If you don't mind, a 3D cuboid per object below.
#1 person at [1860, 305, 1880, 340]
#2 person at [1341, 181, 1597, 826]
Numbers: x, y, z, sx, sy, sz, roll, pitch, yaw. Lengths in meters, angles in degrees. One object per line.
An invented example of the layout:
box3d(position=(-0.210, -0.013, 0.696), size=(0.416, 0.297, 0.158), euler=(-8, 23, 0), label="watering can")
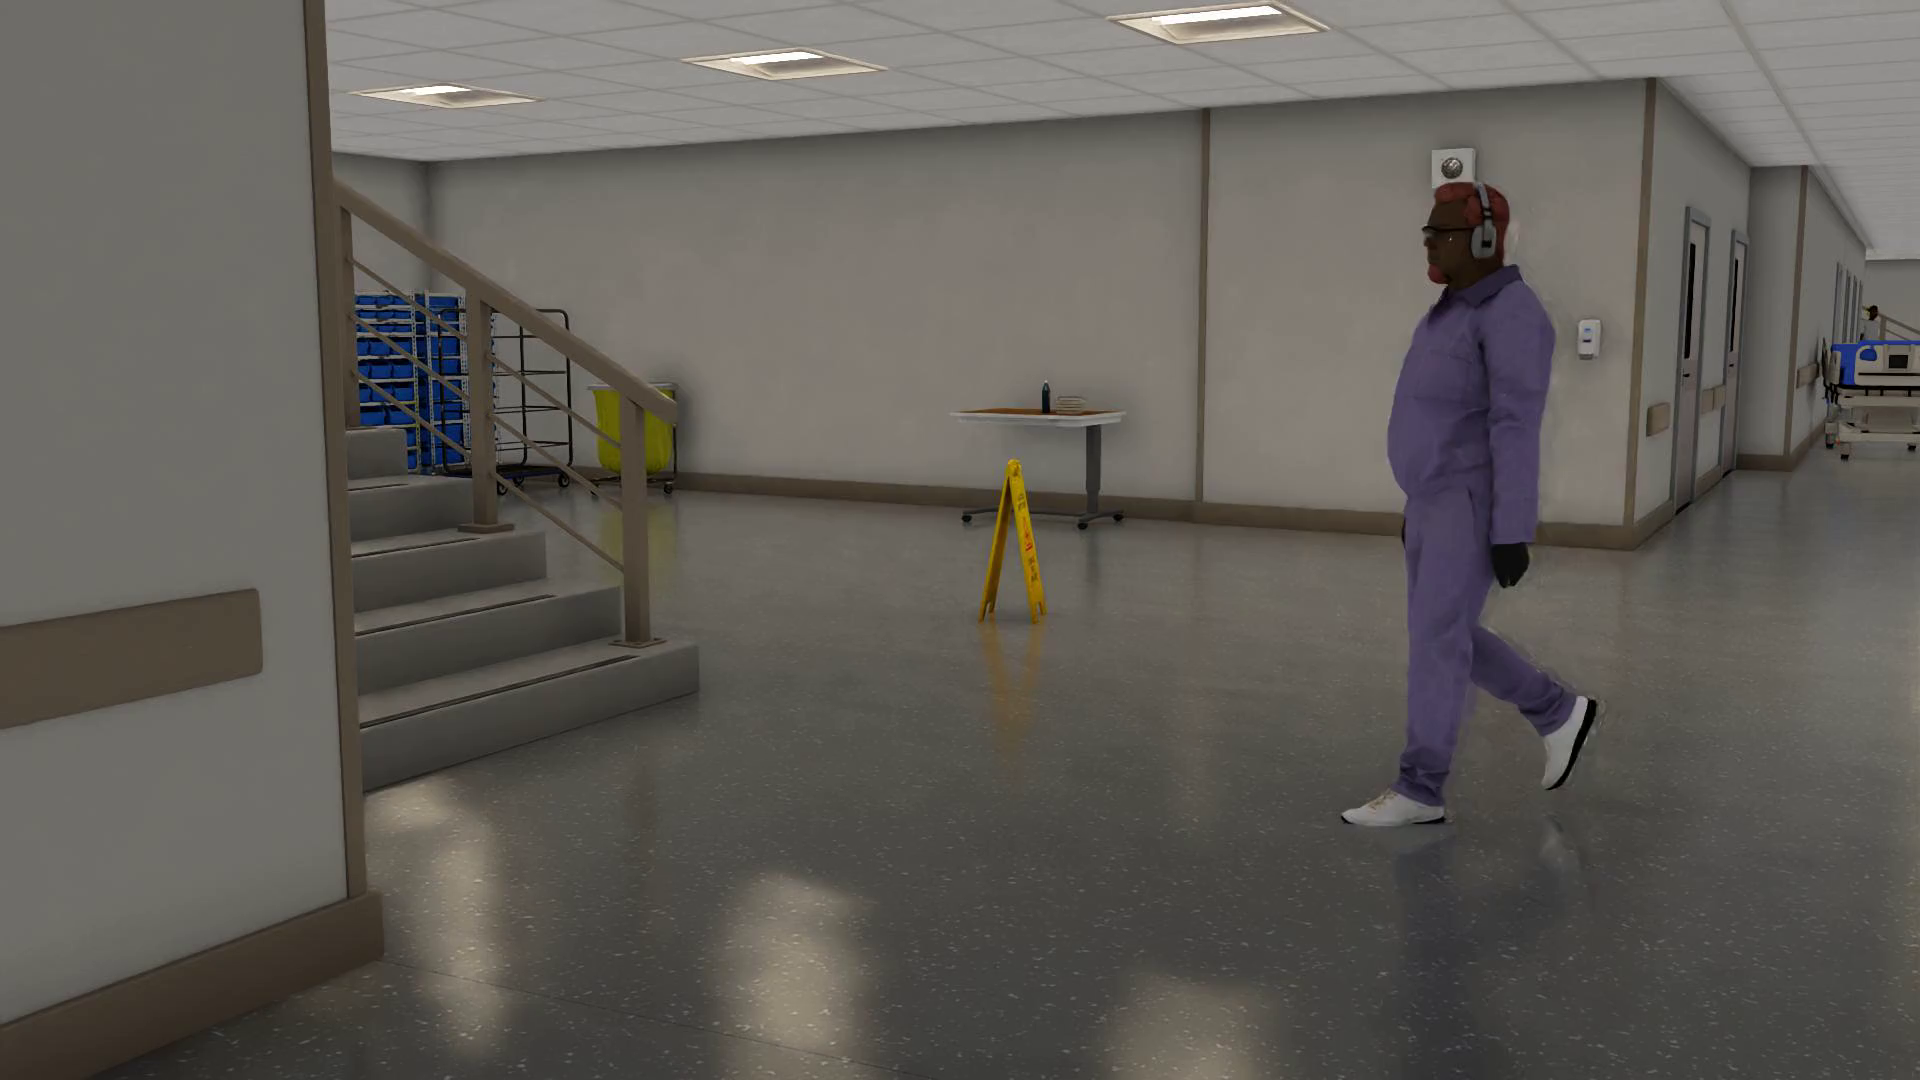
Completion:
box3d(position=(19.241, -4.027, 35.183), size=(0.518, 1.874, 0.329), euler=(-2, 8, -17), label="person")
box3d(position=(1.530, -0.094, 4.884), size=(0.749, 1.887, 0.642), euler=(0, 7, -3), label="person")
